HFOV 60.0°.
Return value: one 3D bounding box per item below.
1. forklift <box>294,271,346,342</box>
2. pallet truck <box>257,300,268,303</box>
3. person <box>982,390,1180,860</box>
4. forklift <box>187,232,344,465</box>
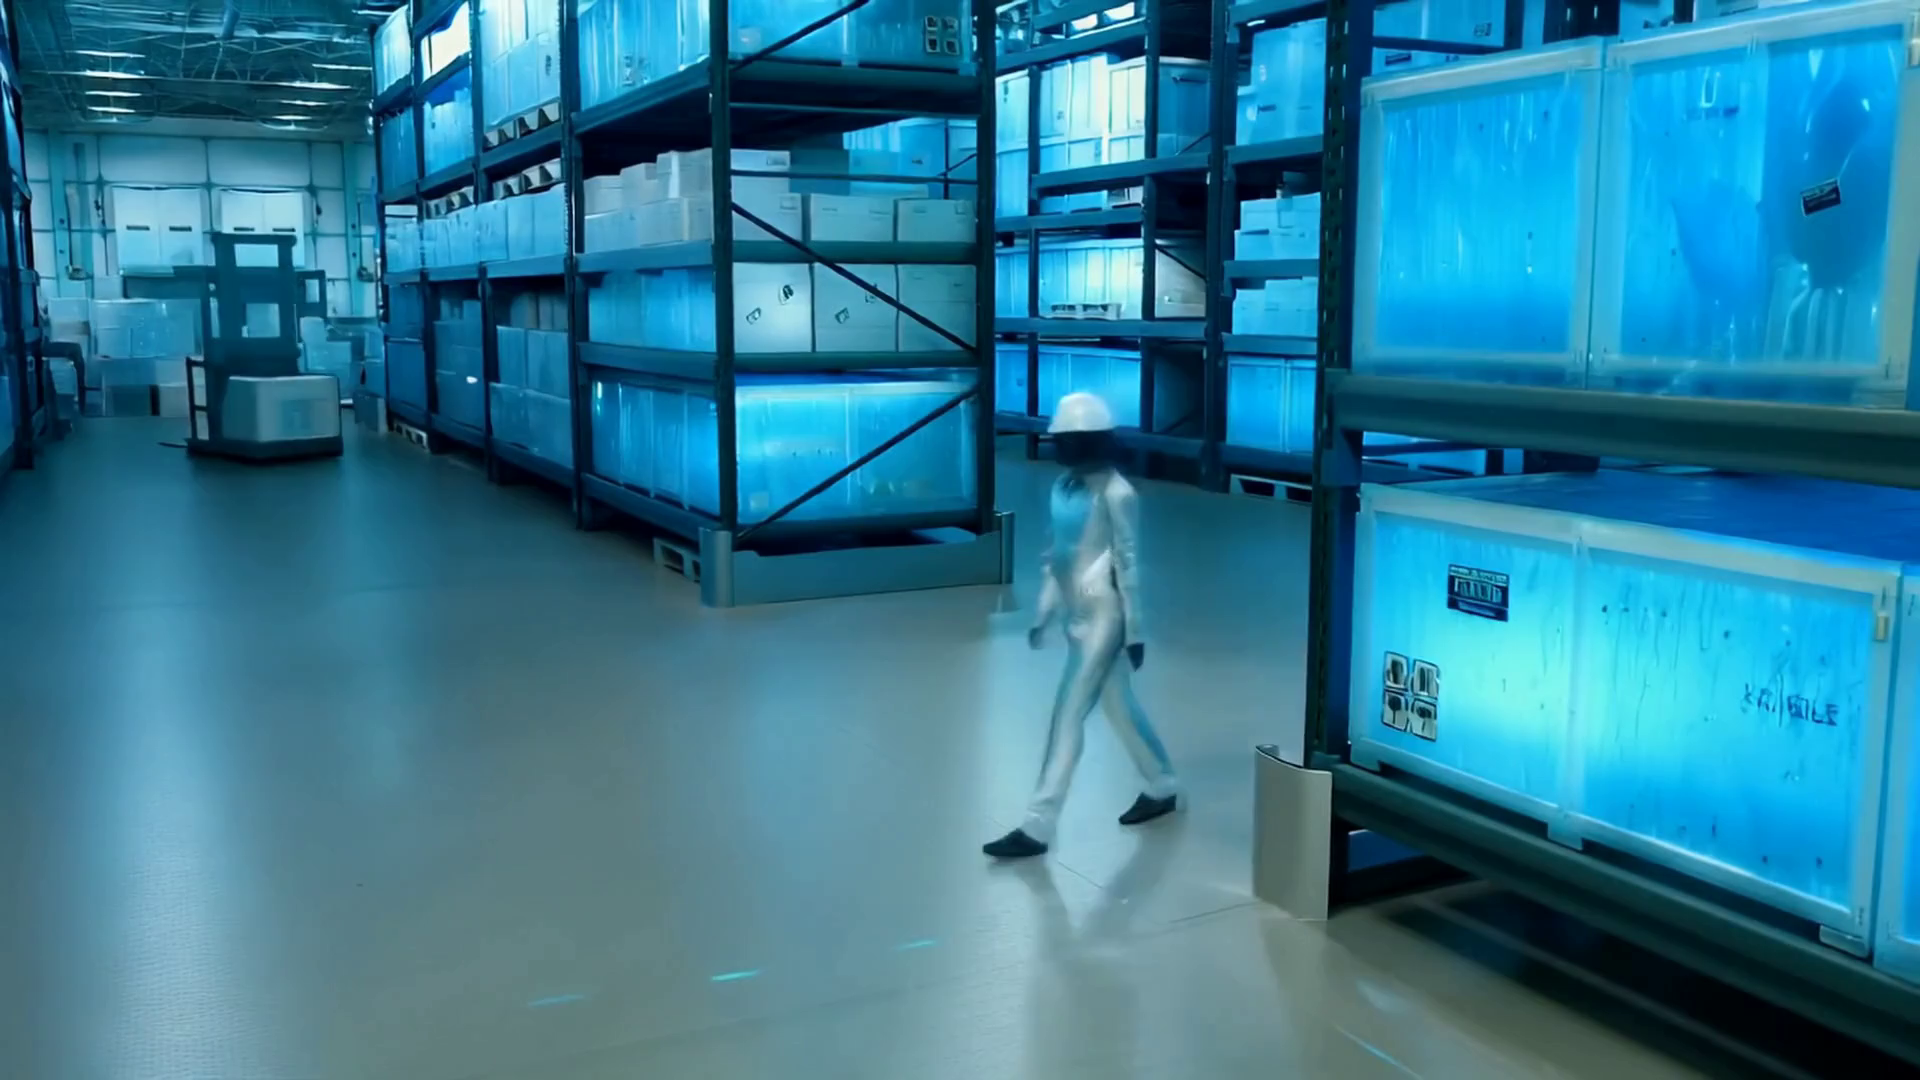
[{"bbox_3d":[-18.602,-6.327,47.715,1.873,2.768,1.129,6,10,37],"label":"forklift"},{"bbox_3d":[-23.913,-7.404,58.171,1.885,1.965,0.823,-1,8,-9],"label":"pallet truck"},{"bbox_3d":[0.491,0.290,6.154,0.911,1.696,0.503,-4,9,-27],"label":"person"},{"bbox_3d":[-8.648,-2.392,20.582,1.873,2.768,1.129,7,11,38],"label":"forklift"}]
